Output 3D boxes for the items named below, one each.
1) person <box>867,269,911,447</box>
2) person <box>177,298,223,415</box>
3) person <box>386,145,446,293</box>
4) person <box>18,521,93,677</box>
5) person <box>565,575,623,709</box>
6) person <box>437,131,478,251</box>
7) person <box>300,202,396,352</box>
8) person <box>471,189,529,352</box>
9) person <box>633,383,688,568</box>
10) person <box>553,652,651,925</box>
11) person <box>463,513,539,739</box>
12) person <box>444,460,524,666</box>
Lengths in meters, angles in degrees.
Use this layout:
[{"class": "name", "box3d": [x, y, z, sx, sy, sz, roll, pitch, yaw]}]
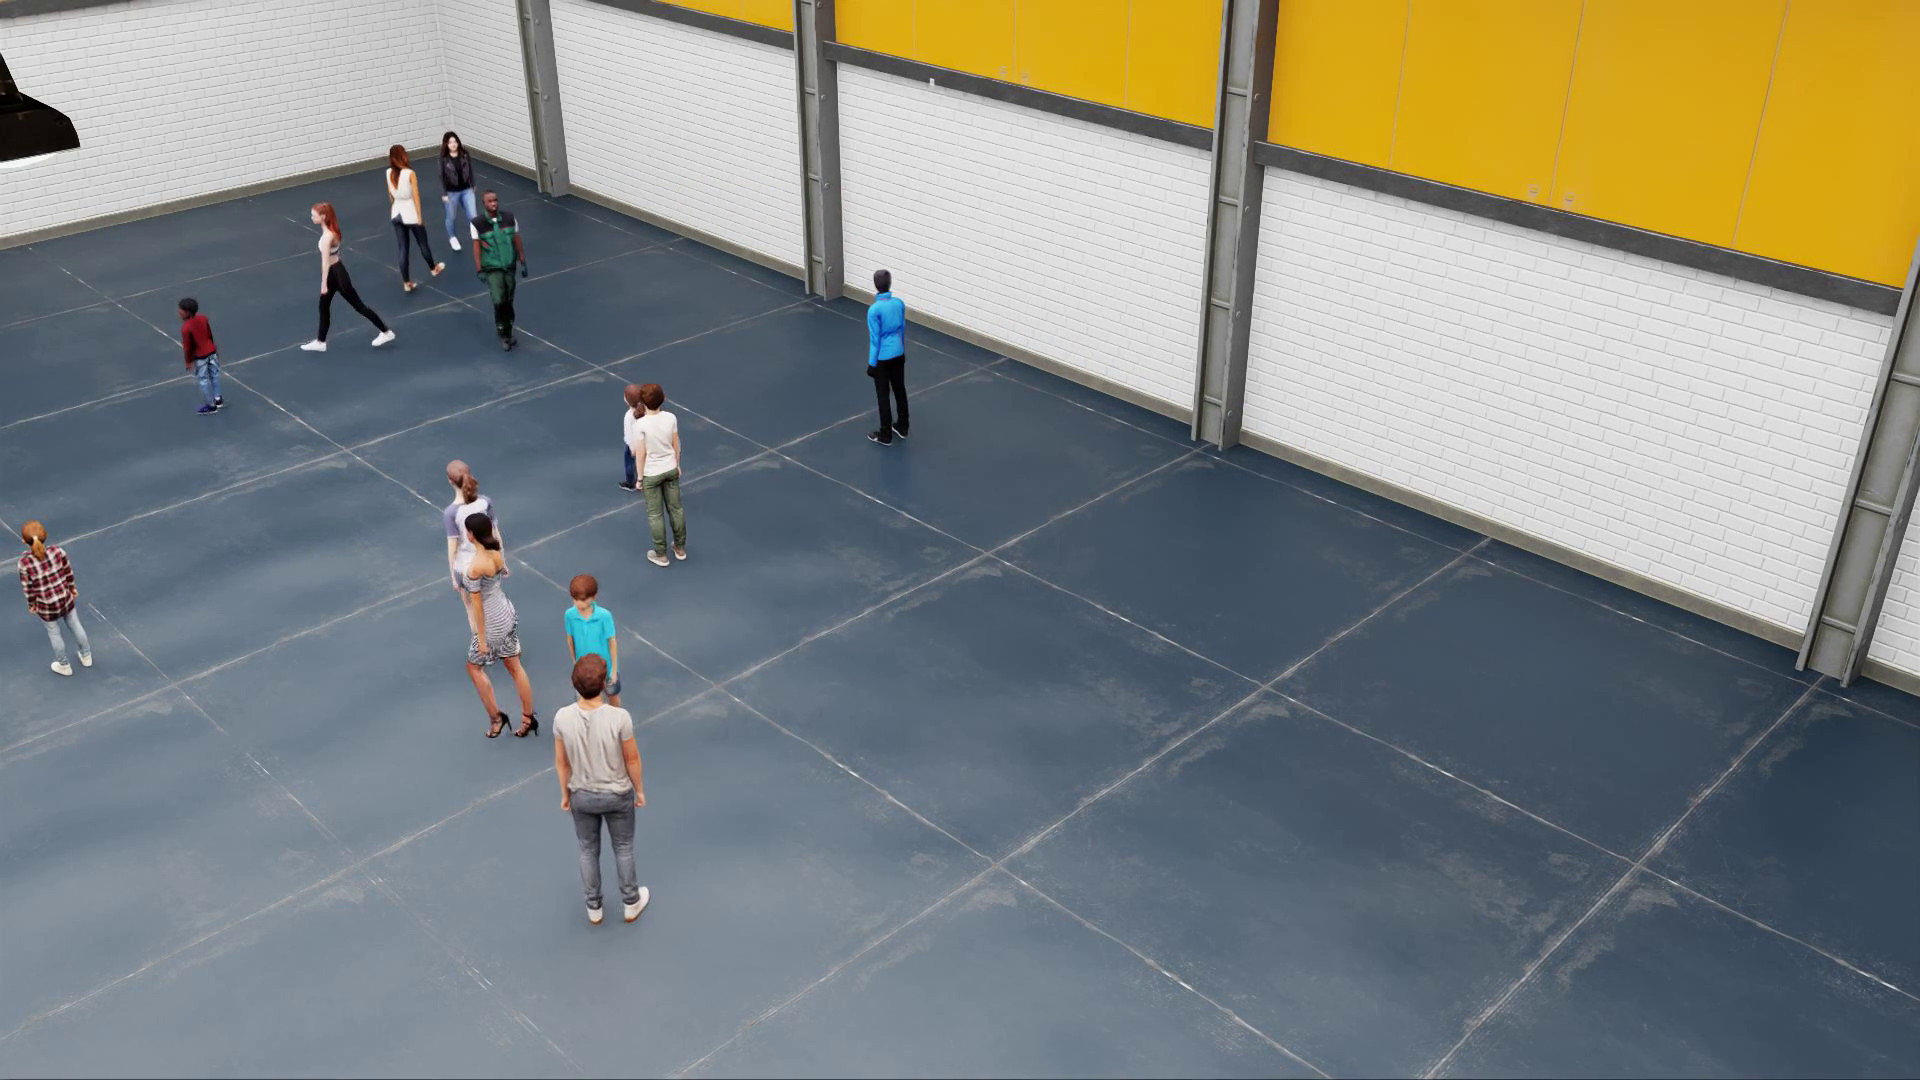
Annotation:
[{"class": "person", "box3d": [-0.708, -1.808, 16.376, 0.504, 1.797, 0.597, 25, 37, 38]}, {"class": "person", "box3d": [-7.825, -1.933, 17.185, 0.607, 1.243, 0.615, 20, 35, 32]}, {"class": "person", "box3d": [-6.772, -3.872, 20.208, 1.060, 1.753, 1.009, 6, 29, 10]}, {"class": "person", "box3d": [-6.967, 0.435, 12.778, 0.530, 1.305, 0.536, 23, 36, 35]}, {"class": "person", "box3d": [-2.584, 0.840, 11.912, 0.827, 1.424, 0.879, 0, 29, 1]}, {"class": "person", "box3d": [-6.518, -4.480, 21.491, 0.809, 1.591, 1.148, -18, 34, -30]}, {"class": "person", "box3d": [-6.803, -2.882, 18.459, 1.091, 1.689, 1.249, -7, 29, -13]}, {"class": "person", "box3d": [-5.187, -3.064, 18.653, 0.719, 1.822, 0.772, -21, 35, -33]}, {"class": "person", "box3d": [-2.577, -0.569, 14.256, 0.614, 1.654, 0.571, -20, 34, -31]}, {"class": "person", "box3d": [-2.190, 1.533, 10.148, 0.740, 1.896, 0.783, -2, 29, -3]}, {"class": "person", "box3d": [-3.216, 0.642, 11.880, 0.847, 1.803, 0.780, 5, 29, 10]}, {"class": "person", "box3d": [-3.649, 0.242, 12.666, 0.604, 1.751, 0.772, -22, 35, -34]}]
